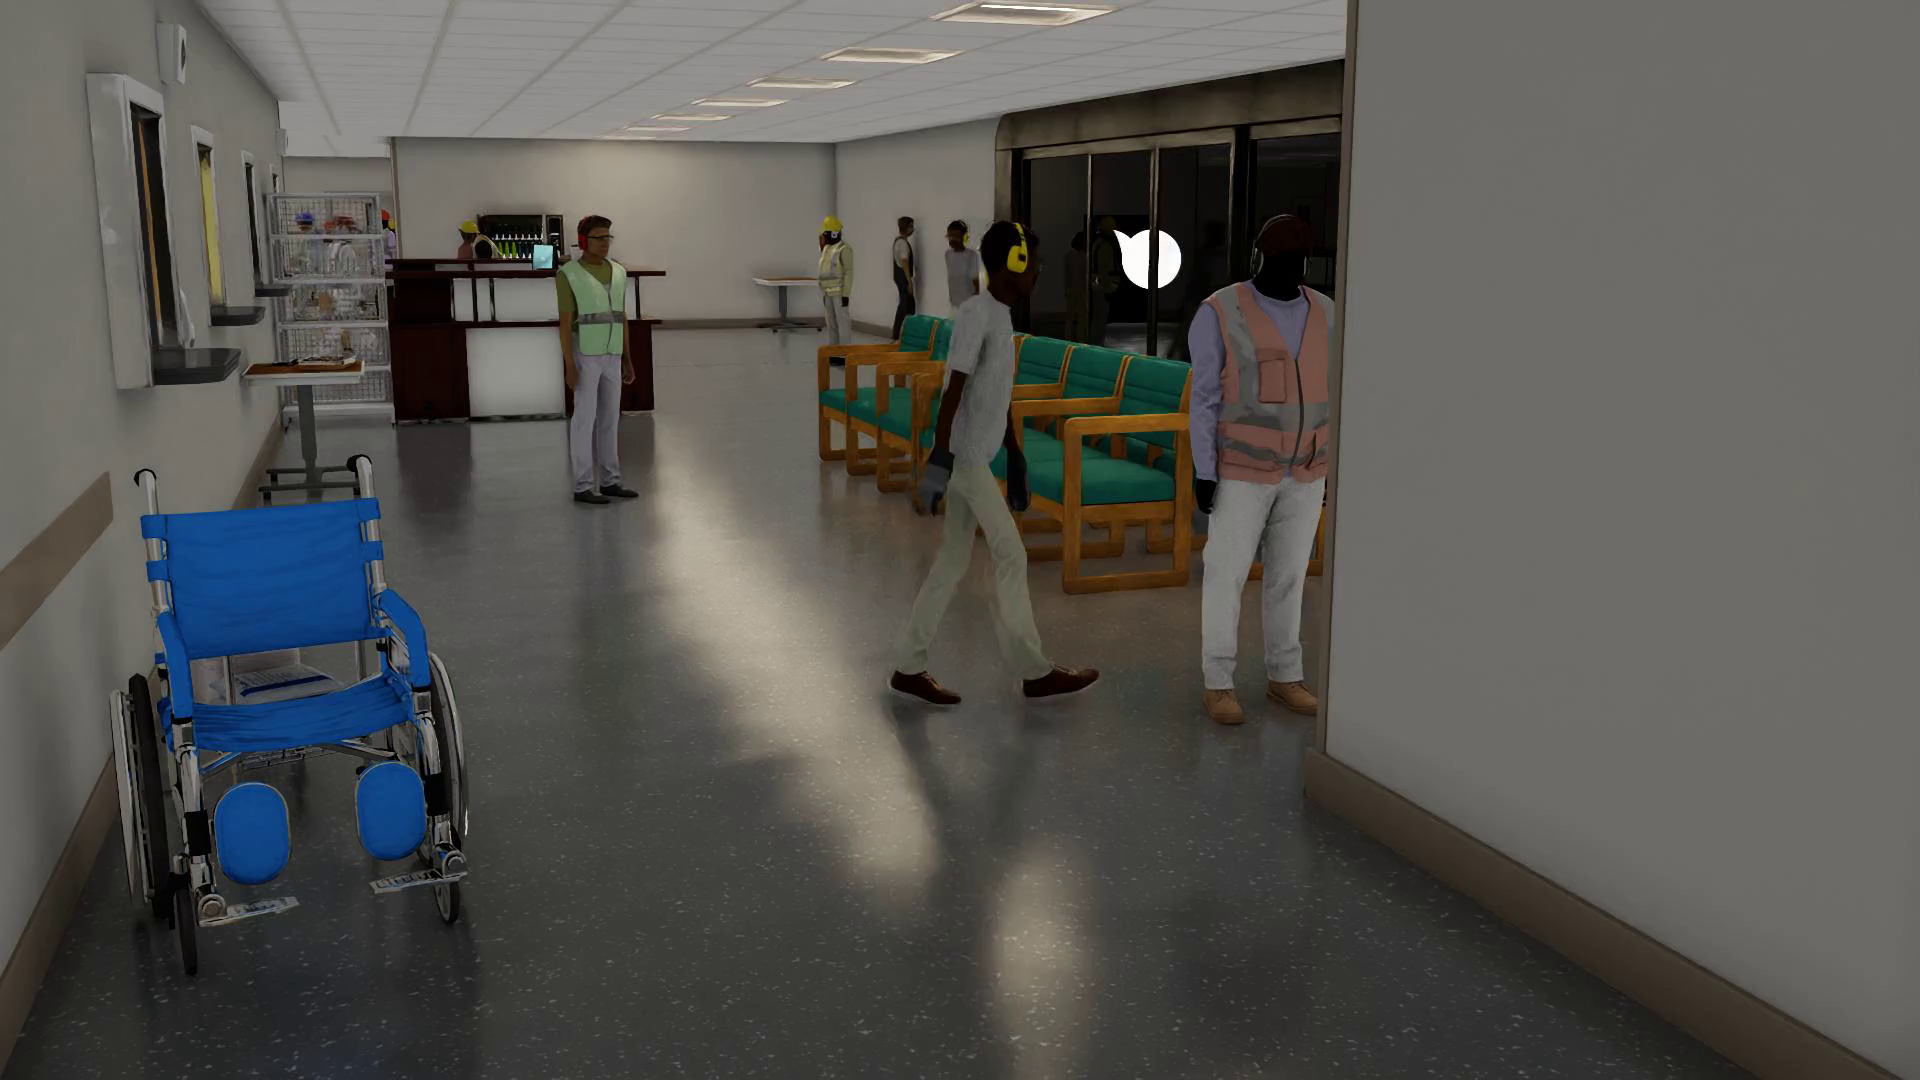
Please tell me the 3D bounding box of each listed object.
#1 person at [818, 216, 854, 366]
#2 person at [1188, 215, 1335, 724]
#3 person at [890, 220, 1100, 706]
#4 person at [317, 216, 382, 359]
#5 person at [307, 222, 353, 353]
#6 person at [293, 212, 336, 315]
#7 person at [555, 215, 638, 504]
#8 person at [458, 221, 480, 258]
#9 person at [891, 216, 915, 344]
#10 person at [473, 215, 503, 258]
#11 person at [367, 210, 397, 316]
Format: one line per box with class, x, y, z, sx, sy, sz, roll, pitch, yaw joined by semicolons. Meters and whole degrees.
person;-1.532;-3.047;20.428;0.404;1.828;0.591;-7;13;-32
person;1.132;-0.251;6.065;0.621;1.837;0.429;-4;12;-18
person;0.137;-0.270;6.213;0.874;1.809;0.600;1;11;5
person;-7.215;-2.894;19.648;1.007;1.833;0.593;-5;12;-26
person;-8.435;-3.382;22.333;0.572;1.750;0.330;-4;12;-19
person;-11.451;-4.836;29.395;0.945;1.917;0.614;-7;13;-32
person;-2.353;-1.156;10.704;0.396;1.839;0.560;7;13;31
person;-6.595;-3.411;22.458;0.314;1.767;0.534;-7;13;-33
person;-0.741;-3.643;23.475;0.515;1.833;0.554;-1;11;-5
person;-6.210;-3.360;22.006;0.429;1.841;0.636;-3;11;-13
person;-9.963;-4.736;28.811;0.551;1.935;0.371;3;11;15
